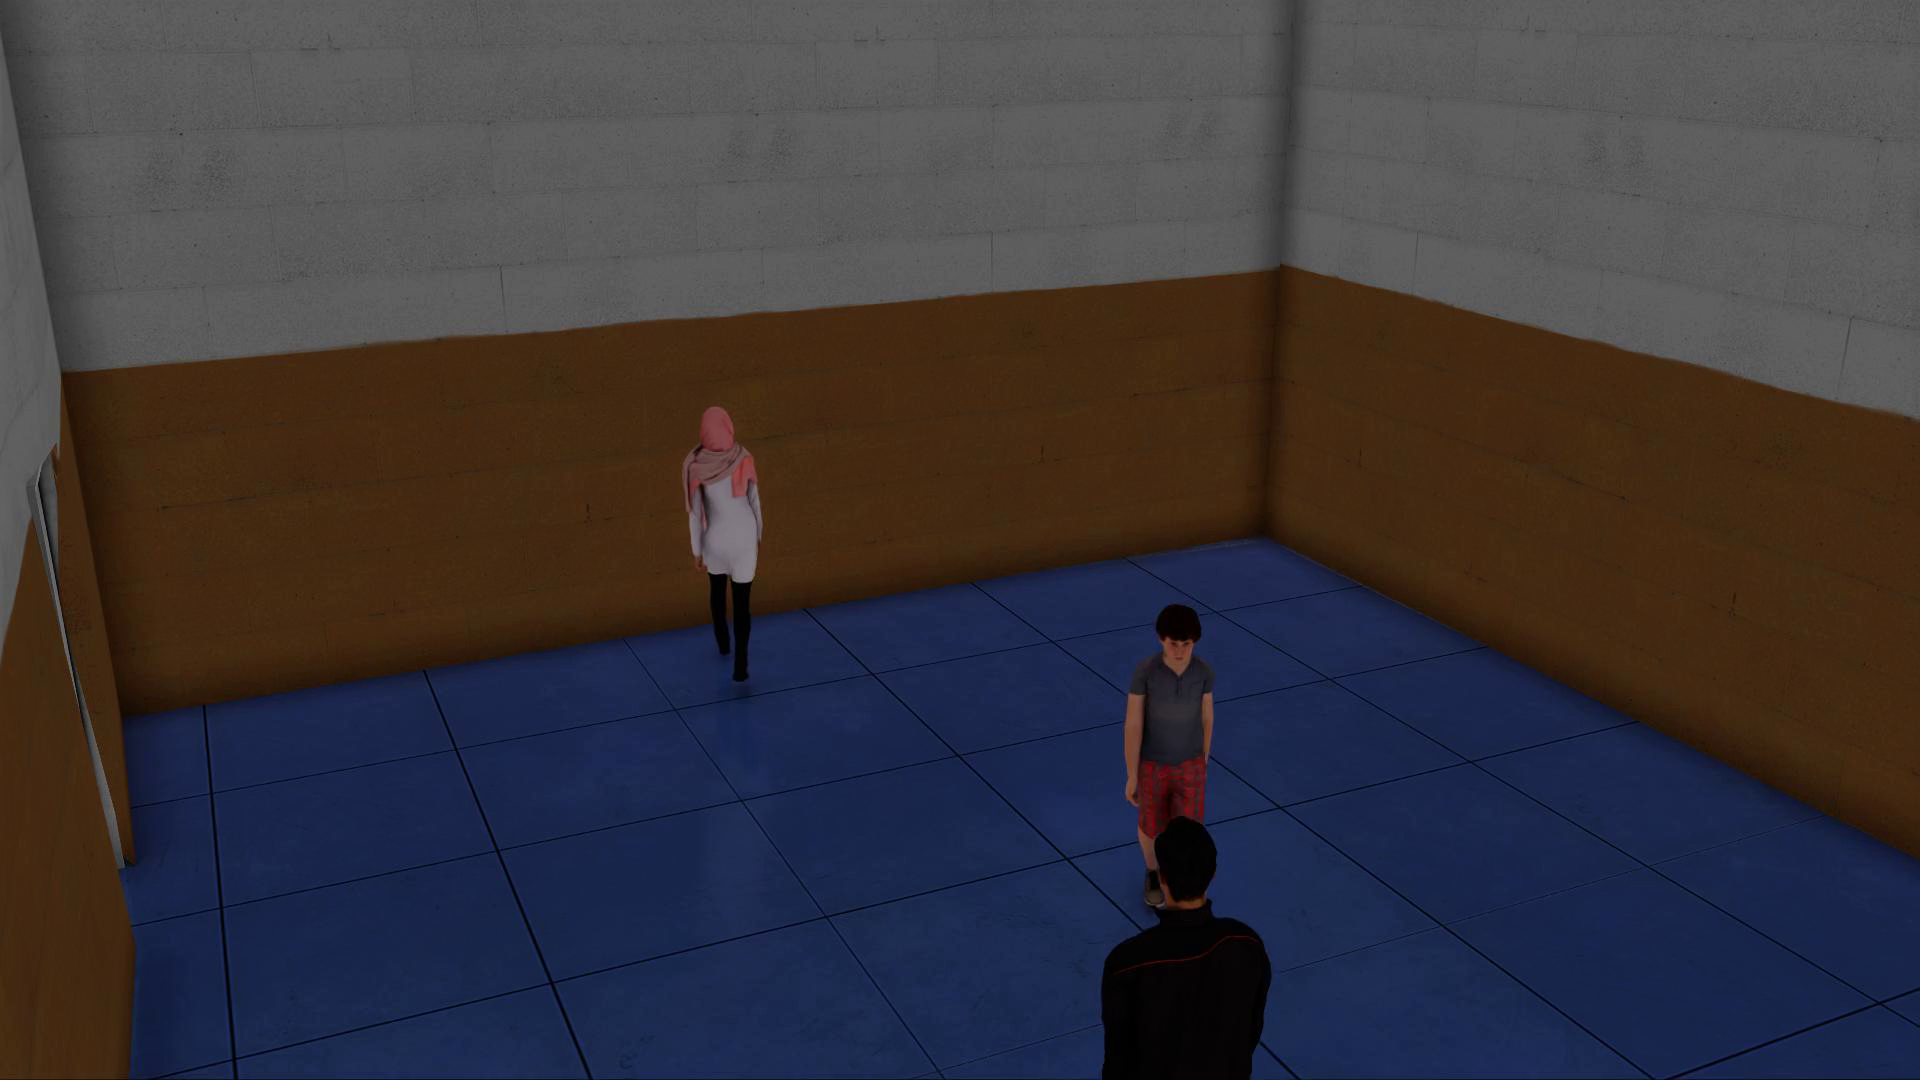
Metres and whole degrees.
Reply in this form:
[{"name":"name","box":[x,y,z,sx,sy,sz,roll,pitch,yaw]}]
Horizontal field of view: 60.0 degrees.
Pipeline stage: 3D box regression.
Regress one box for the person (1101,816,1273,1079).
[{"name":"person","box":[0.710,1.819,5.132,1.128,1.913,0.979,-2,19,-6]}]

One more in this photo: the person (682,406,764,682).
[{"name":"person","box":[-1.458,0.057,10.588,1.174,1.765,0.971,-2,19,-5]}]

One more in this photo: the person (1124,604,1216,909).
[{"name":"person","box":[0.972,1.047,7.869,1.107,1.614,0.959,0,19,1]}]
